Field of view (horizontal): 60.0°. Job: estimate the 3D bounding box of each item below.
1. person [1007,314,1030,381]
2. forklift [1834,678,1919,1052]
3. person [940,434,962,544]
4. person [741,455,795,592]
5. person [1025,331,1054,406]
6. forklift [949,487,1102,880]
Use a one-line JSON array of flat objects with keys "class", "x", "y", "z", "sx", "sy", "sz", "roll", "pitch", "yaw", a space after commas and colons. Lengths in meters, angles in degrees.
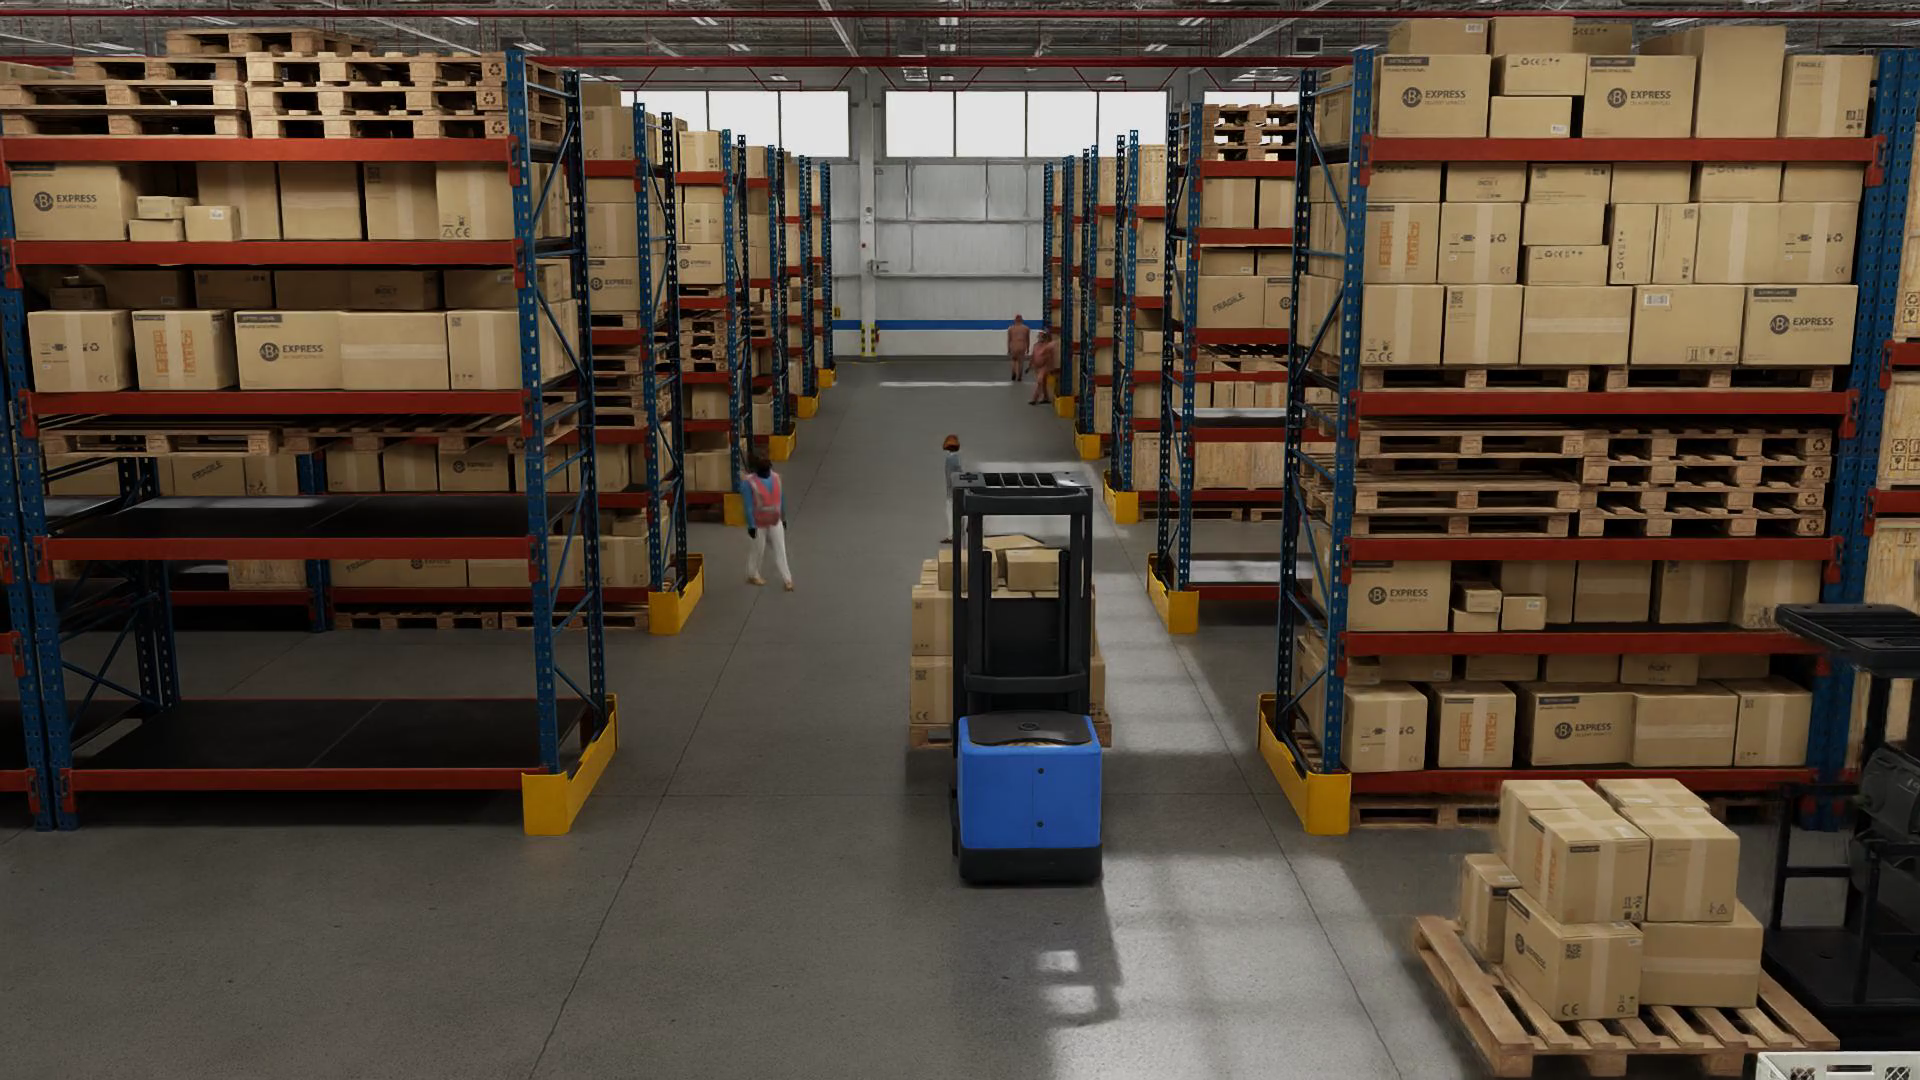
[{"class": "person", "x": 1.664, "y": -5.465, "z": 47.260, "sx": 0.664, "sy": 1.878, "sz": 0.736, "roll": 0, "pitch": 11, "yaw": -2}, {"class": "forklift", "x": 6.072, "y": 1.558, "z": 9.976, "sx": 1.873, "sy": 2.768, "sz": 1.129, "roll": 0, "pitch": 11, "yaw": -1}, {"class": "person", "x": -0.102, "y": -0.758, "z": 24.608, "sx": 0.325, "sy": 1.620, "sz": 0.524, "roll": 4, "pitch": 12, "yaw": 19}, {"class": "person", "x": -2.505, "y": -0.229, "z": 21.595, "sx": 0.694, "sy": 1.781, "sz": 0.875, "roll": -9, "pitch": 15, "yaw": -38}, {"class": "person", "x": 1.972, "y": -4.275, "z": 41.448, "sx": 0.978, "sy": 1.844, "sz": 0.744, "roll": -10, "pitch": 15, "yaw": -42}, {"class": "forklift", "x": 0.495, "y": 0.986, "z": 12.813, "sx": 1.129, "sy": 2.768, "sz": 1.873, "roll": 0, "pitch": 11, "yaw": -2}]
